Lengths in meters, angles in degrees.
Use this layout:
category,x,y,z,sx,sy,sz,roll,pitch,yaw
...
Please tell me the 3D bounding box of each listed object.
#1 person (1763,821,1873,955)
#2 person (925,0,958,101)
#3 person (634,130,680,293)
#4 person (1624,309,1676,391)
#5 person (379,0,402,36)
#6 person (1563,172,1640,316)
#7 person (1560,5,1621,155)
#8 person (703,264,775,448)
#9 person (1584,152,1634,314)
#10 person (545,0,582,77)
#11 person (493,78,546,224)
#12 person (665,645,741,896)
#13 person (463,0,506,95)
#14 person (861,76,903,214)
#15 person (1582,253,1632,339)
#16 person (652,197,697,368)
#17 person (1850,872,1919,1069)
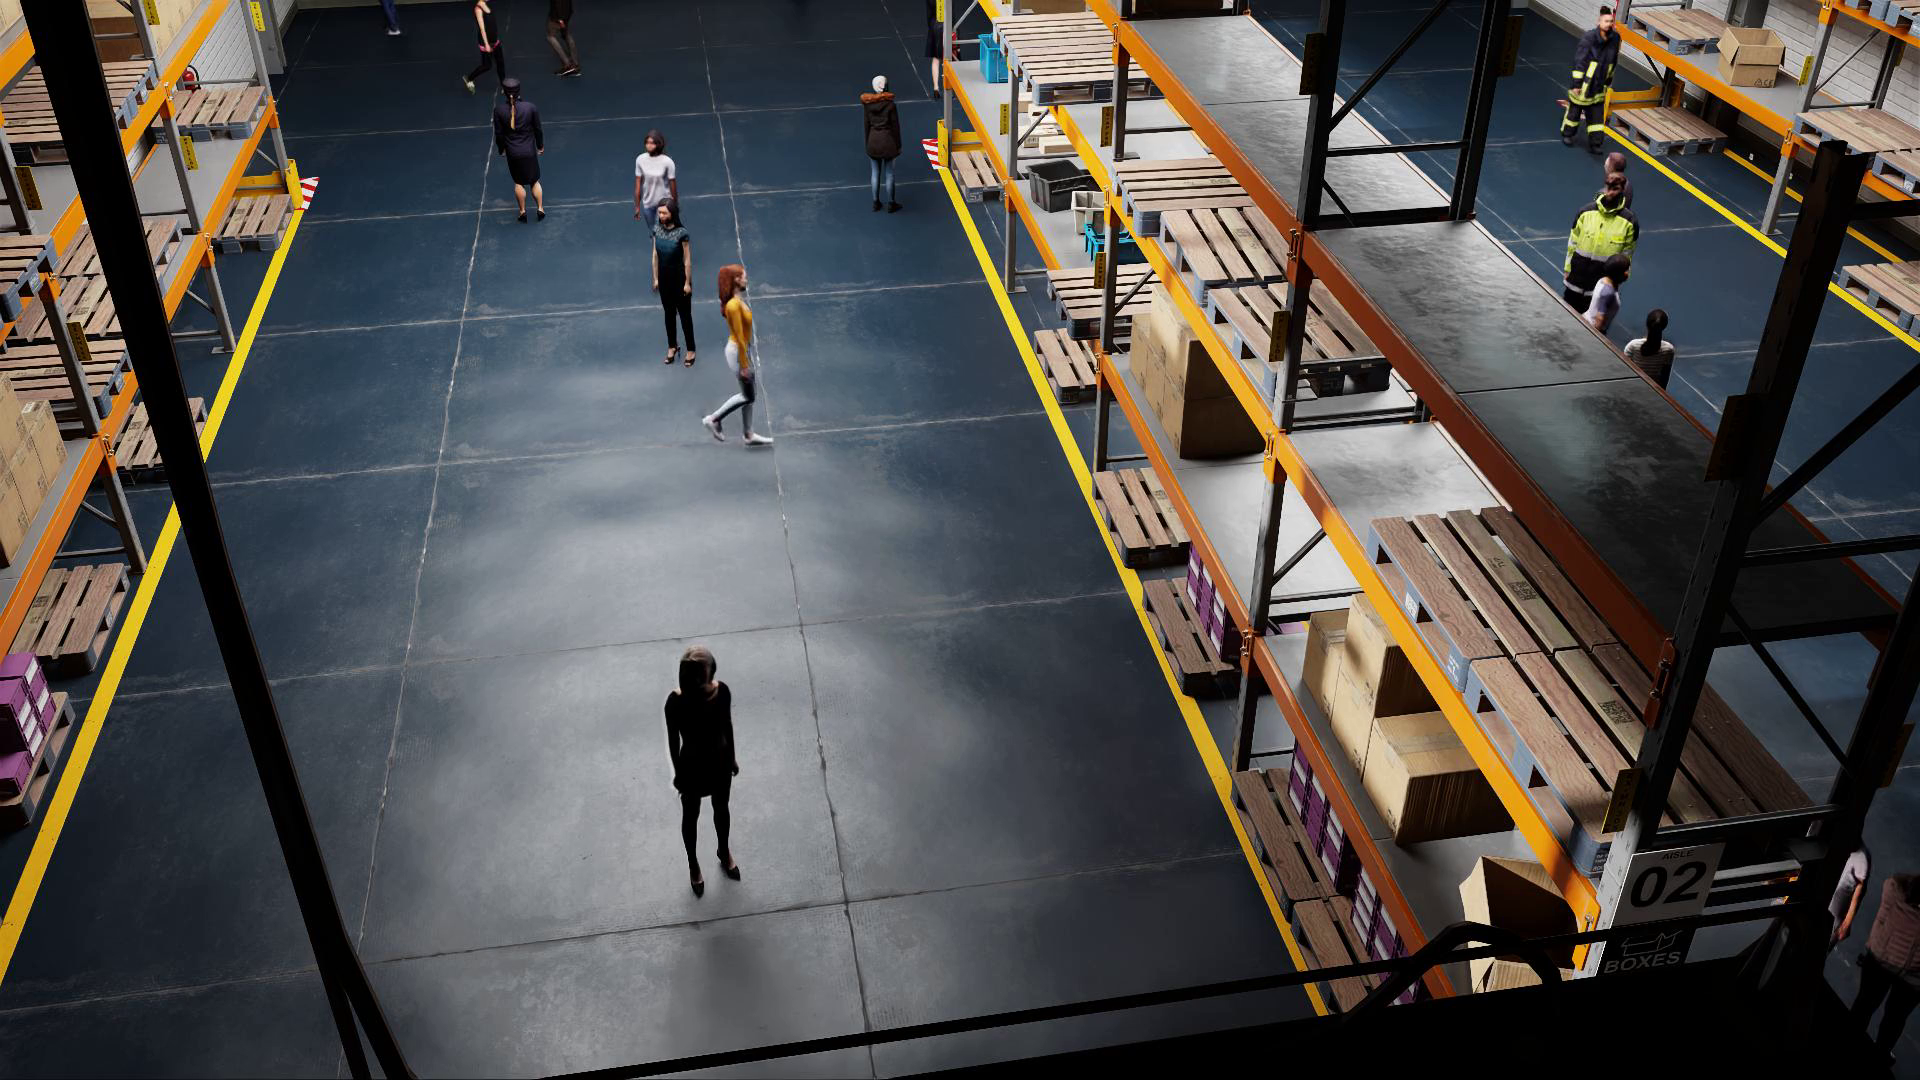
category,x,y,z,sx,sy,sz,roll,pitch,yaw
person,4.930,2.051,9.495,0.784,1.588,0.671,-13,36,-19
person,-0.254,-6.935,22.869,0.689,1.748,0.707,10,35,14
person,-3.224,-3.597,17.897,0.922,1.693,1.178,9,35,14
person,5.868,-1.240,14.394,0.636,1.646,0.627,5,34,8
person,-8.814,-8.549,25.468,0.732,1.559,0.693,11,35,16
person,6.192,-2.640,16.195,0.870,1.983,0.879,14,36,21
person,8.016,-5.883,21.221,0.841,1.820,1.166,-2,34,-3
person,-2.056,-1.614,14.888,0.739,1.722,0.821,0,34,0
person,6.638,-3.006,16.900,0.924,1.812,1.019,-26,42,-34
person,-5.592,-7.484,23.659,0.830,1.788,0.712,7,34,11
person,-5.094,-4.505,19.284,0.724,1.671,0.662,-10,35,-15
person,-1.581,1.390,10.270,0.627,1.831,0.595,-16,37,-23
person,-6.603,-6.905,23.018,0.760,1.534,0.931,2,34,3
person,-0.910,-4.656,19.544,0.741,1.634,0.771,11,35,17
person,5.862,-1.965,15.570,0.712,1.551,0.634,5,34,8
person,-2.790,-2.526,16.247,0.631,1.737,0.640,11,35,16
person,5.128,2.289,9.067,0.705,1.665,0.767,8,34,11
